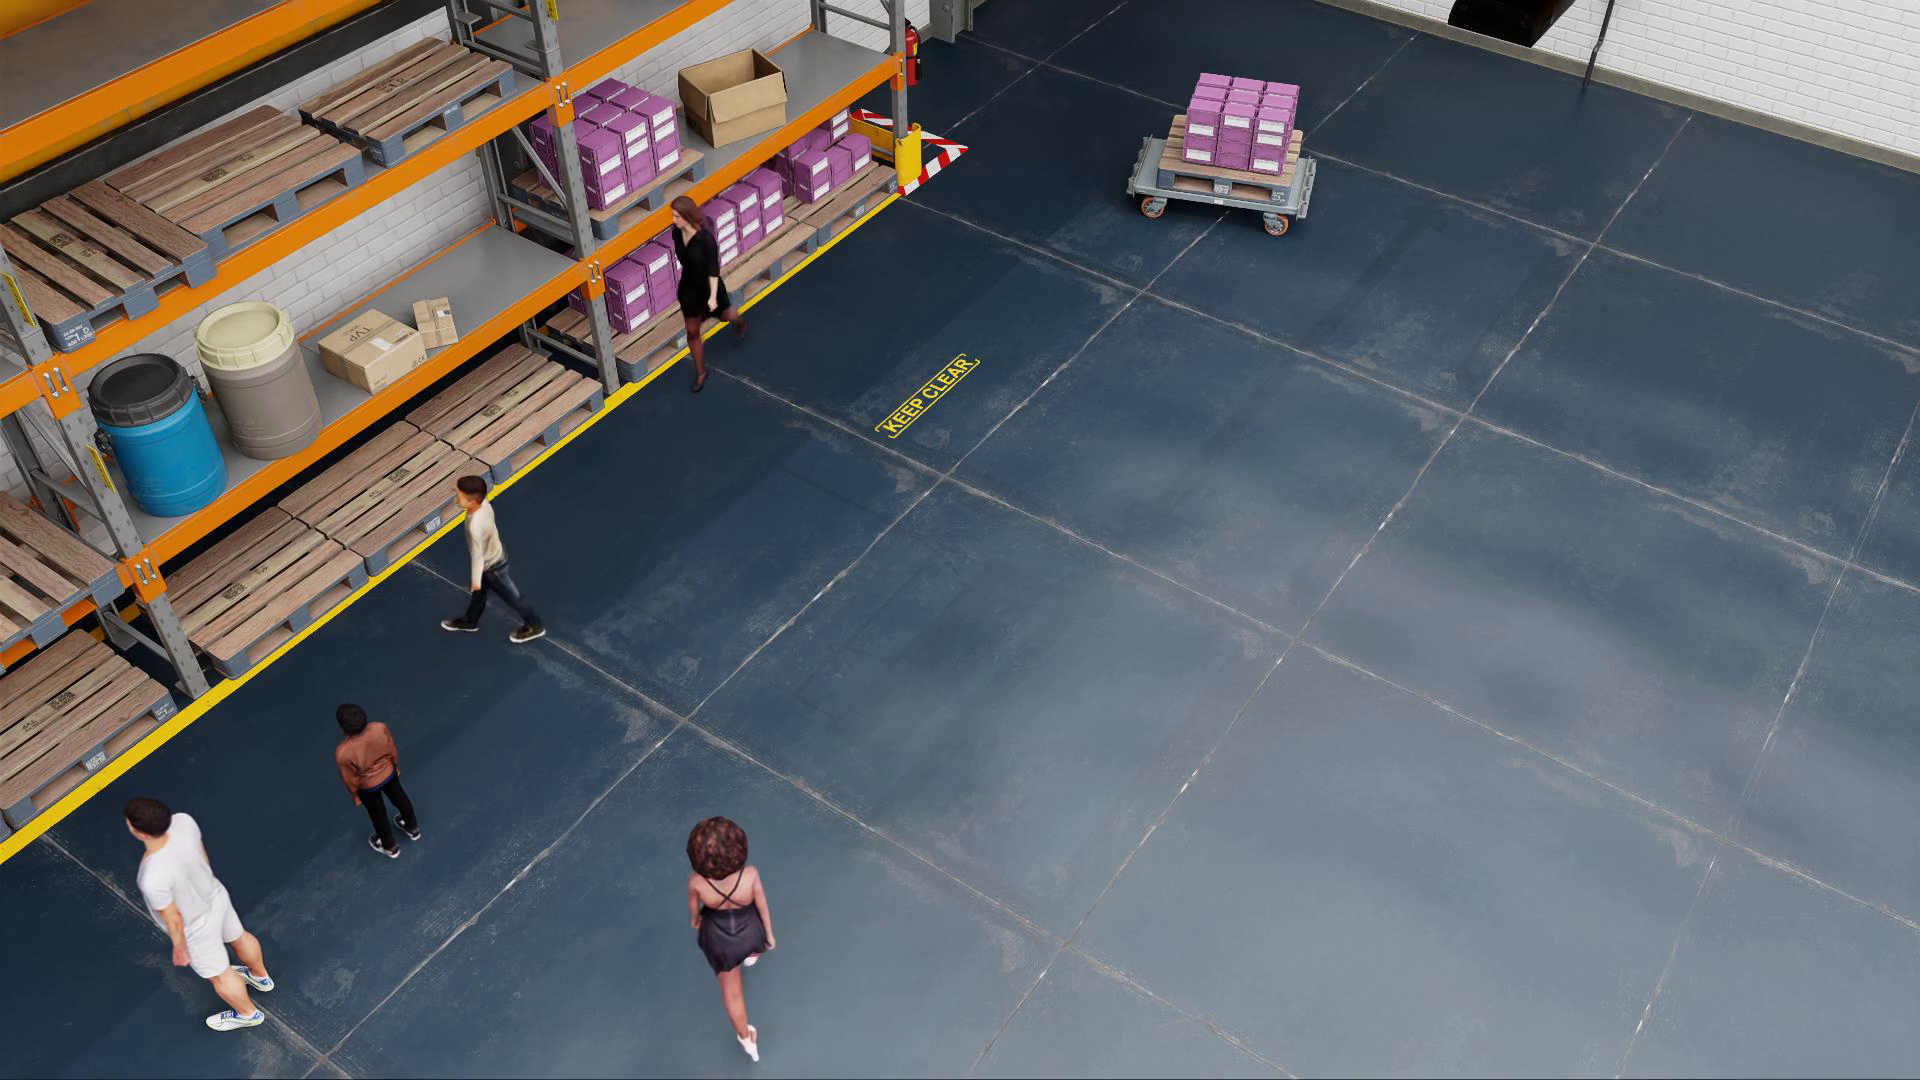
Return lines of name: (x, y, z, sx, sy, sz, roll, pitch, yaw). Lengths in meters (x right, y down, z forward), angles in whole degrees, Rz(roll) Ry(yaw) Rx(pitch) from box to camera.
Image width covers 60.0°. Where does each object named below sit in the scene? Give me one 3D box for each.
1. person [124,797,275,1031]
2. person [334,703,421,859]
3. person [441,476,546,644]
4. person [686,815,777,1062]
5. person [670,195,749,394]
person: (-4.078, 1.988, 8.897, 0.831, 1.854, 0.713, 1, 44, 1)
person: (-3.493, 1.420, 9.930, 0.578, 1.252, 0.411, 28, 50, 26)
person: (-3.083, 0.144, 11.139, 0.997, 1.433, 0.912, -10, 44, -10)
person: (-1.186, 2.172, 8.777, 1.022, 1.755, 1.063, -8, 44, -8)
person: (-1.990, -2.027, 13.249, 0.722, 1.665, 1.117, 17, 46, 17)
